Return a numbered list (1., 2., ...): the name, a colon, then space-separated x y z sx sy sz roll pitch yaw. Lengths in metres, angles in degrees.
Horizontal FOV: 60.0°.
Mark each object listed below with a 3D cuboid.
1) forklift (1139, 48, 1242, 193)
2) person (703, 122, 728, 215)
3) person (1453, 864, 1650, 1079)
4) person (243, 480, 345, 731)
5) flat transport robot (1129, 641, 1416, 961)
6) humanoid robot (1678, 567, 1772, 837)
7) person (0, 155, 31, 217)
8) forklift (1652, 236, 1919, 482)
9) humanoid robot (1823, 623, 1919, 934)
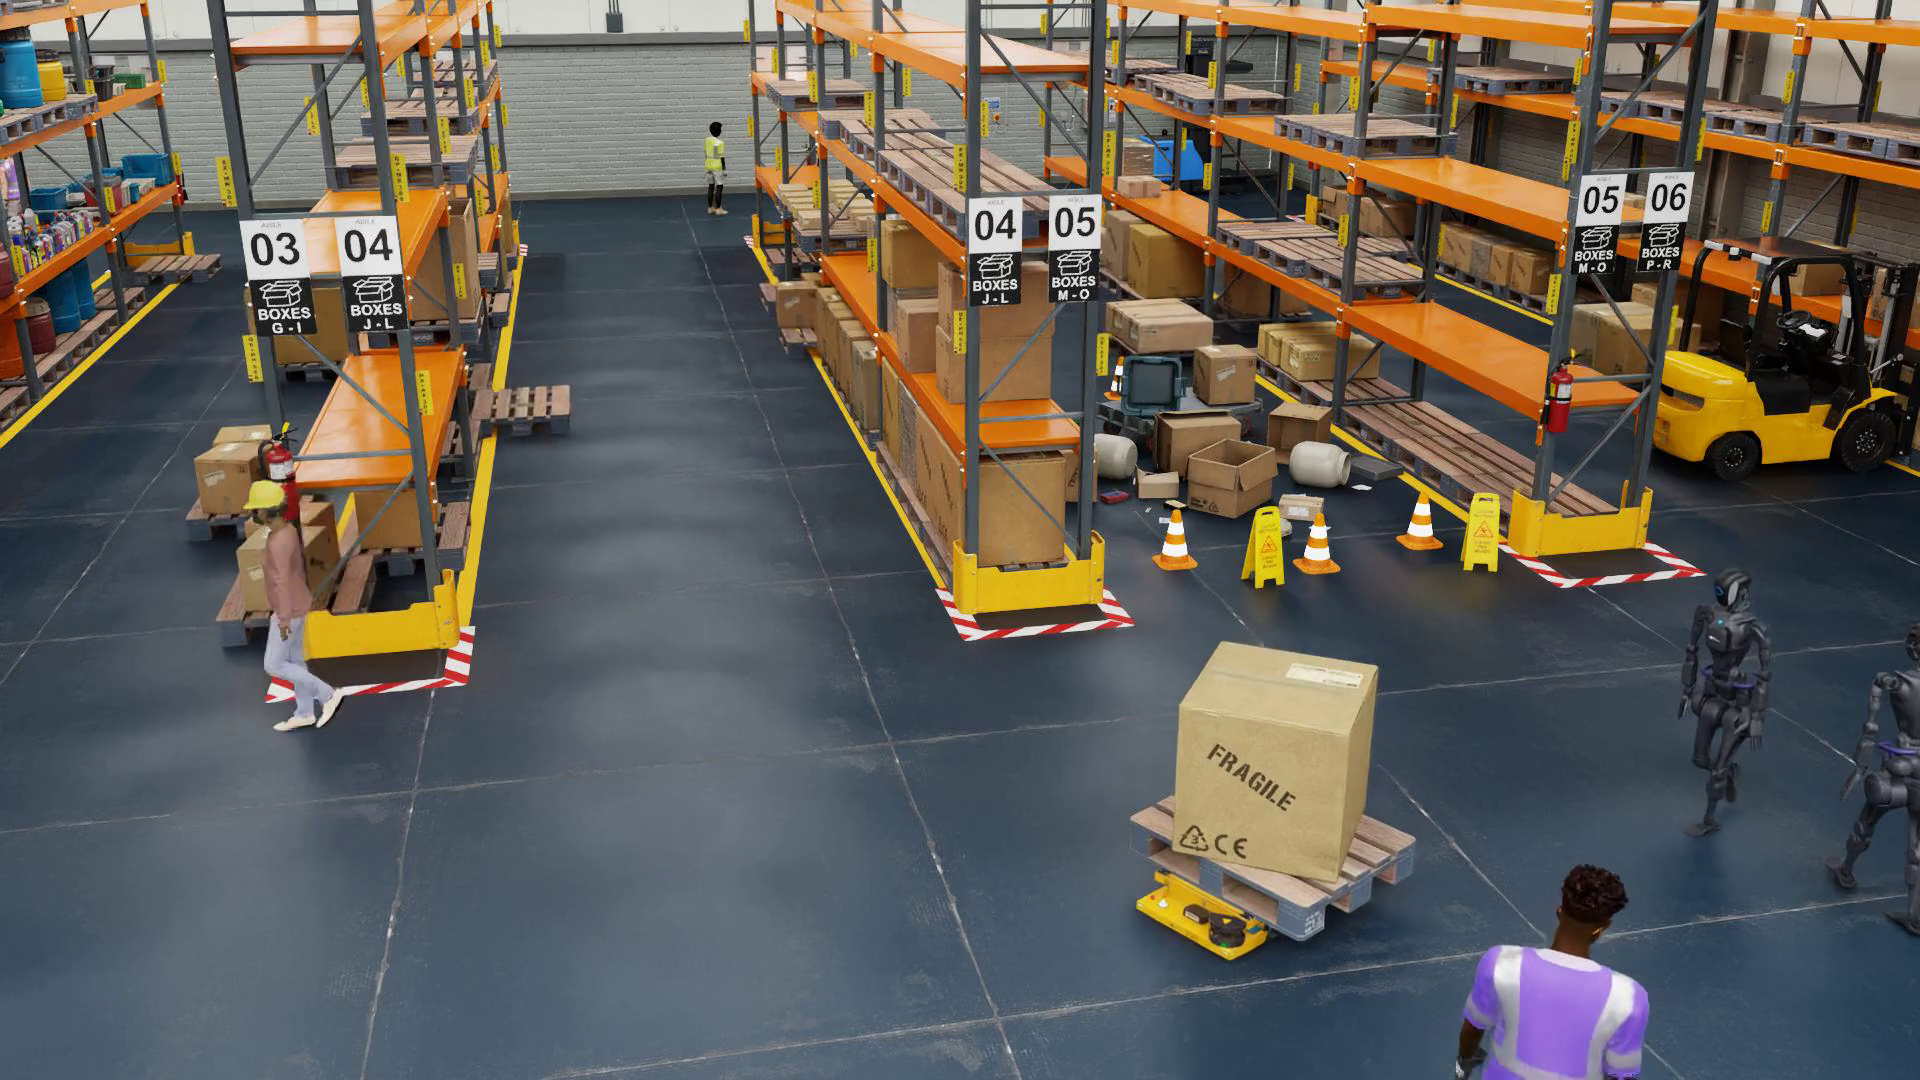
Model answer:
1. forklift: 4.566 -8.313 32.860 1.873 2.768 1.129 -4 21 -12
2. person: -4.479 -6.807 30.494 0.538 1.686 0.320 18 27 39
3. person: 2.199 2.053 6.304 0.644 1.919 0.897 7 21 18
4. person: -4.384 0.450 10.849 0.414 1.748 0.536 -6 21 -15
5. flat transport robot: 1.714 1.860 9.196 1.431 0.231 0.659 -17 26 -39
6. humanoid robot: 4.536 0.922 9.717 0.547 1.641 0.596 -10 23 -26
7. person: -15.370 -5.562 27.146 0.352 1.688 0.489 11 23 27
8. forklift: 8.013 -1.814 16.330 2.313 2.155 1.214 -4 21 -12
9. humanoid robot: 5.043 1.233 8.898 0.614 1.622 0.709 -1 20 -2
